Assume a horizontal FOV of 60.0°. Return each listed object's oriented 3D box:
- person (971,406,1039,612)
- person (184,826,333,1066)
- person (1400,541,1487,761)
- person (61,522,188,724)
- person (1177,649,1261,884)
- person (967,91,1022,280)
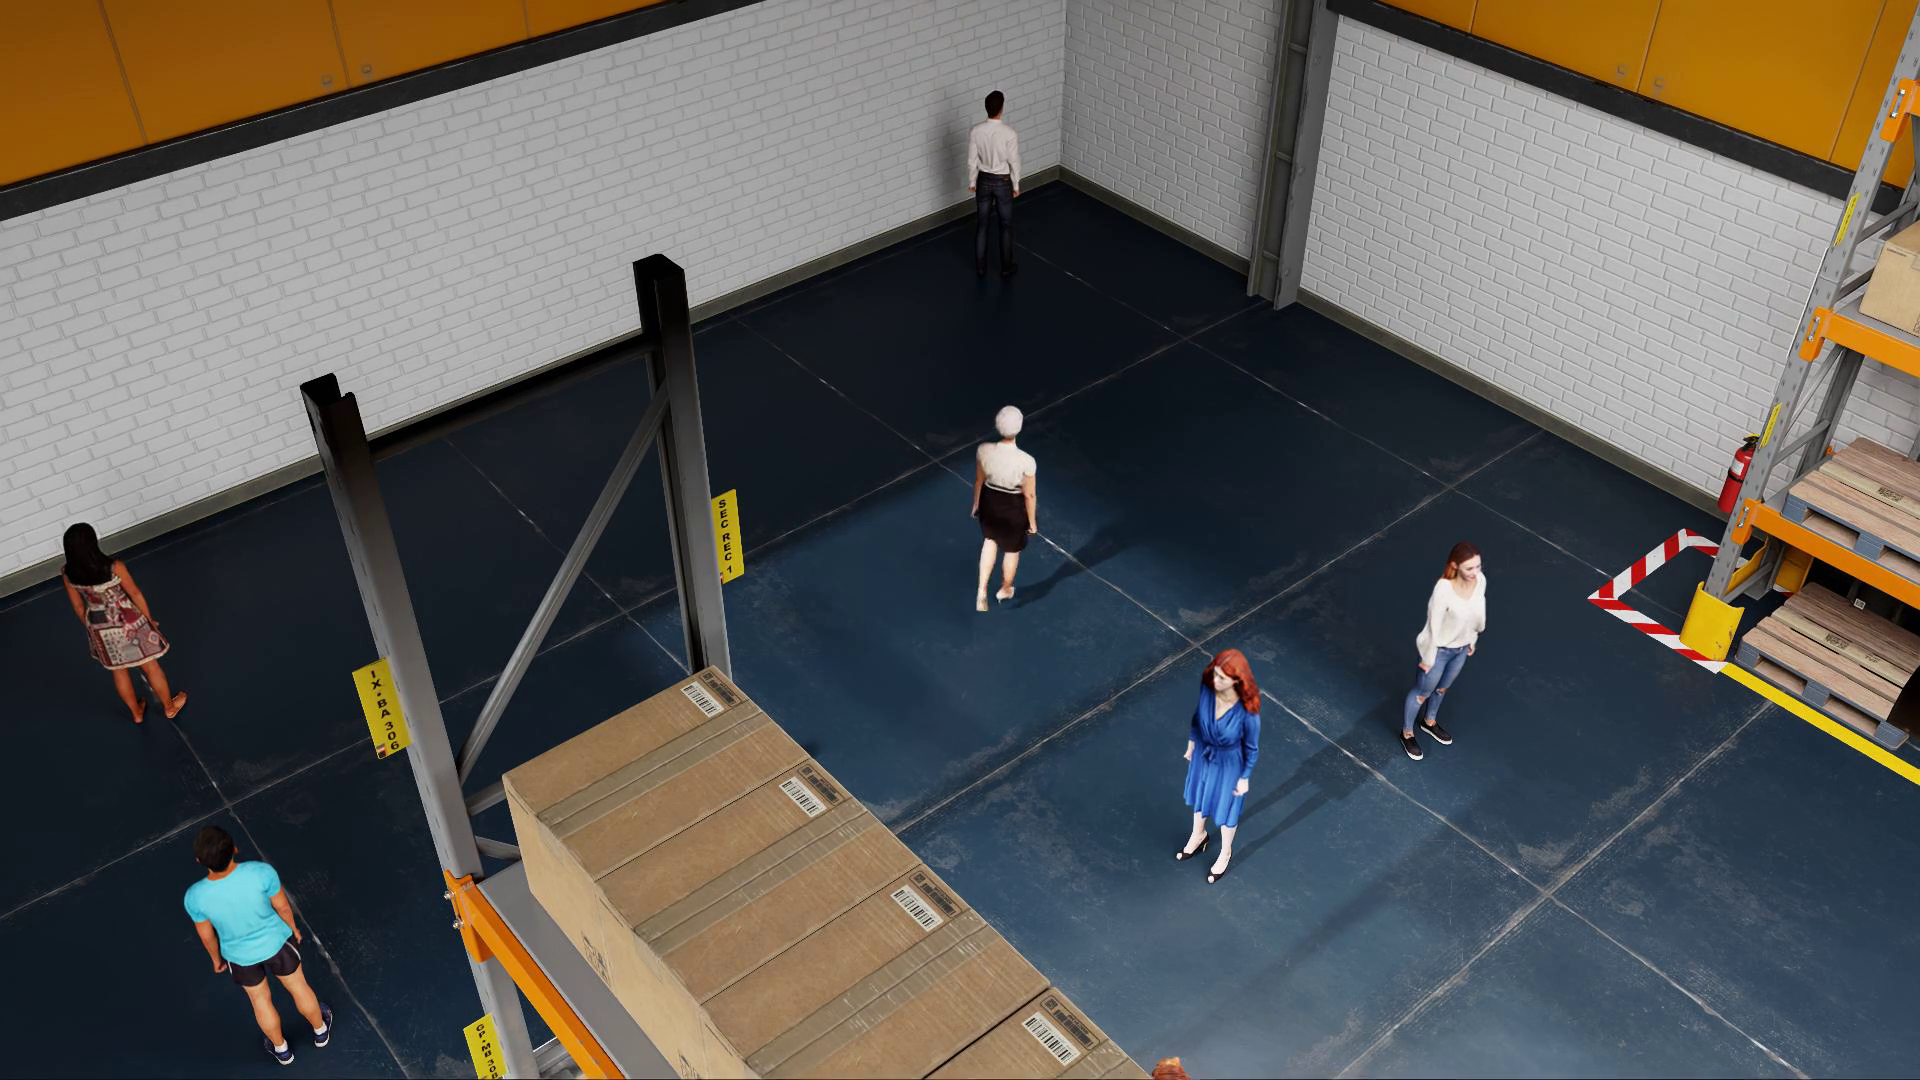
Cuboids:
[{"bbox_3d":[0.275,-0.142,11.867,0.875,1.740,0.895,16,41,19],"label":"person"},{"bbox_3d":[-3.771,2.181,8.929,0.658,1.776,0.600,-18,42,-21],"label":"person"},{"bbox_3d":[3.158,0.699,10.852,0.654,1.692,0.604,-19,42,-22],"label":"person"},{"bbox_3d":[-5.613,0.559,11.065,0.727,1.645,0.723,-5,39,-6],"label":"person"},{"bbox_3d":[1.558,1.347,9.933,0.669,1.827,0.498,-29,47,-31],"label":"person"},{"bbox_3d":[0.329,-3.366,15.798,0.688,1.871,0.798,10,40,12],"label":"person"}]
